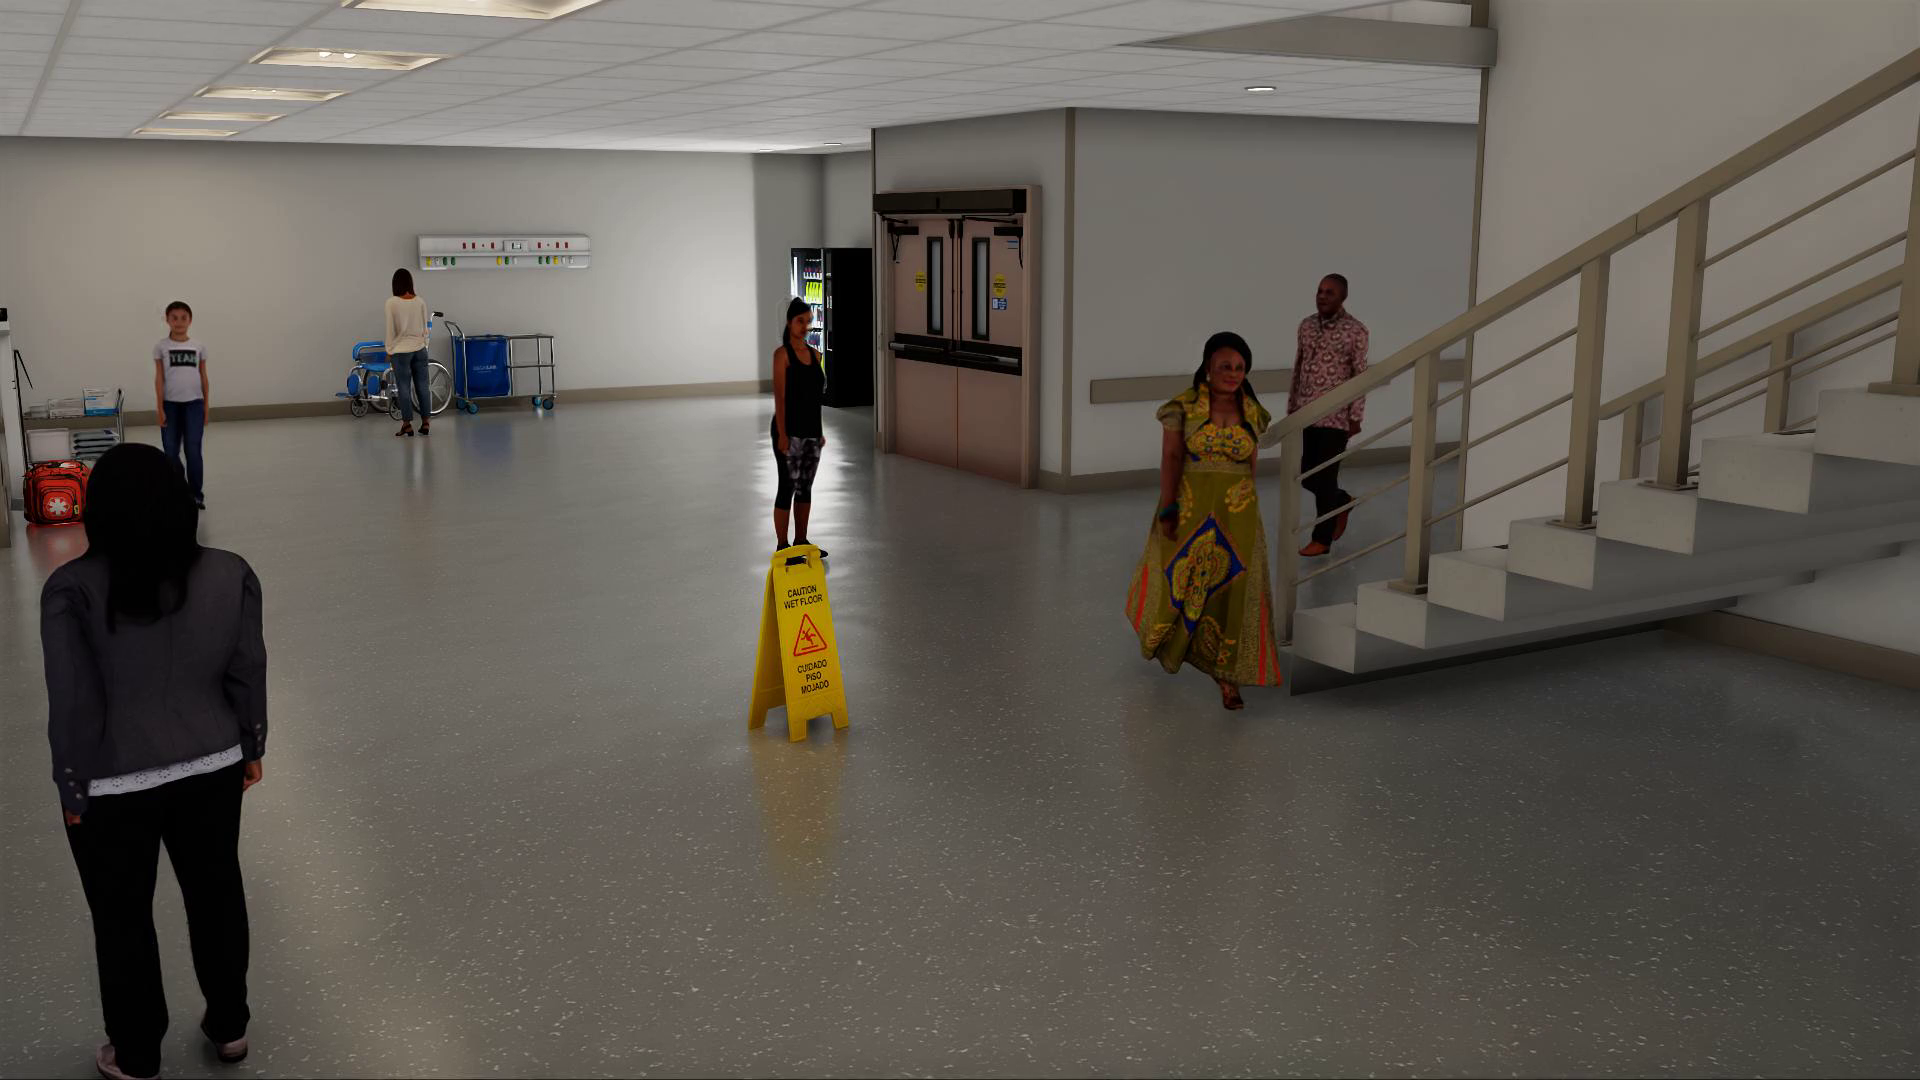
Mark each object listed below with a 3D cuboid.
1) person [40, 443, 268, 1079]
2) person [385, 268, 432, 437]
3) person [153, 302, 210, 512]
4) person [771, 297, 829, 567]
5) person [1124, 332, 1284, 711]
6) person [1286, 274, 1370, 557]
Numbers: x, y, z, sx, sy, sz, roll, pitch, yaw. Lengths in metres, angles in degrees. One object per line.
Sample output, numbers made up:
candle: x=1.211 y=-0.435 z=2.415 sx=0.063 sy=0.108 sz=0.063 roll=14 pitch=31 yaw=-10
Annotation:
person: x=-1.980 y=0.554 z=4.096 sx=0.749 sy=1.597 sz=0.746 roll=10 pitch=15 yaw=43
person: x=-5.567 y=-1.894 z=16.793 sx=0.668 sy=1.673 sz=0.628 roll=-10 pitch=15 yaw=-43
person: x=-5.822 y=-0.998 z=12.421 sx=0.550 sy=1.543 sz=0.963 roll=-6 pitch=12 yaw=-28
person: x=-1.026 y=-0.695 z=10.493 sx=0.645 sy=1.667 sz=0.650 roll=7 pitch=13 yaw=34
person: x=1.095 y=-0.102 z=7.486 sx=1.015 sy=1.623 sz=1.287 roll=-1 pitch=11 yaw=-7
person: x=2.404 y=-0.804 z=10.752 sx=0.862 sy=1.785 sz=0.979 roll=-9 pitch=14 yaw=-40
